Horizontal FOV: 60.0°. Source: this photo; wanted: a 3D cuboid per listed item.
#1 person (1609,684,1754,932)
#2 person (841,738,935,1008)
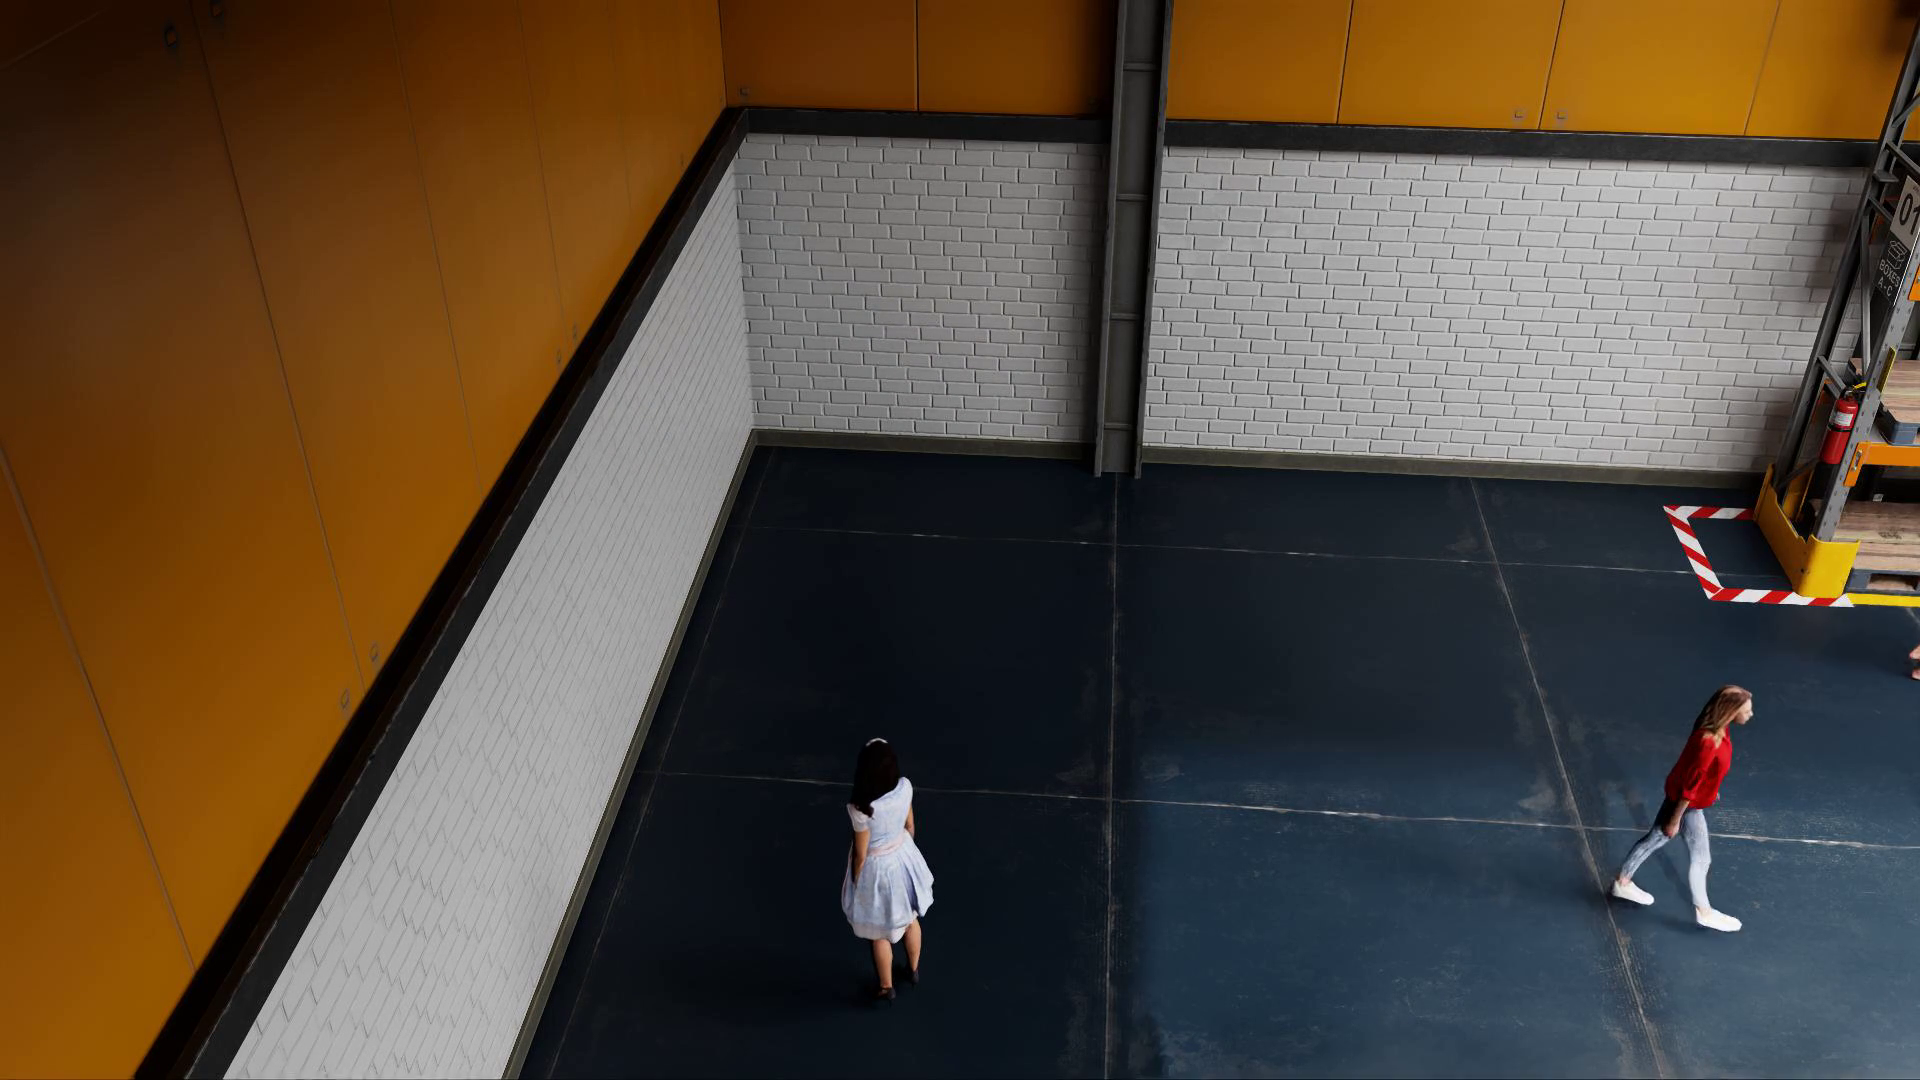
[{"bbox_3d":[4.108,1.495,9.606,1.066,1.674,0.860,16,37,22],"label":"person"},{"bbox_3d":[-0.404,1.812,9.004,0.857,1.813,0.919,-23,40,-31],"label":"person"}]
